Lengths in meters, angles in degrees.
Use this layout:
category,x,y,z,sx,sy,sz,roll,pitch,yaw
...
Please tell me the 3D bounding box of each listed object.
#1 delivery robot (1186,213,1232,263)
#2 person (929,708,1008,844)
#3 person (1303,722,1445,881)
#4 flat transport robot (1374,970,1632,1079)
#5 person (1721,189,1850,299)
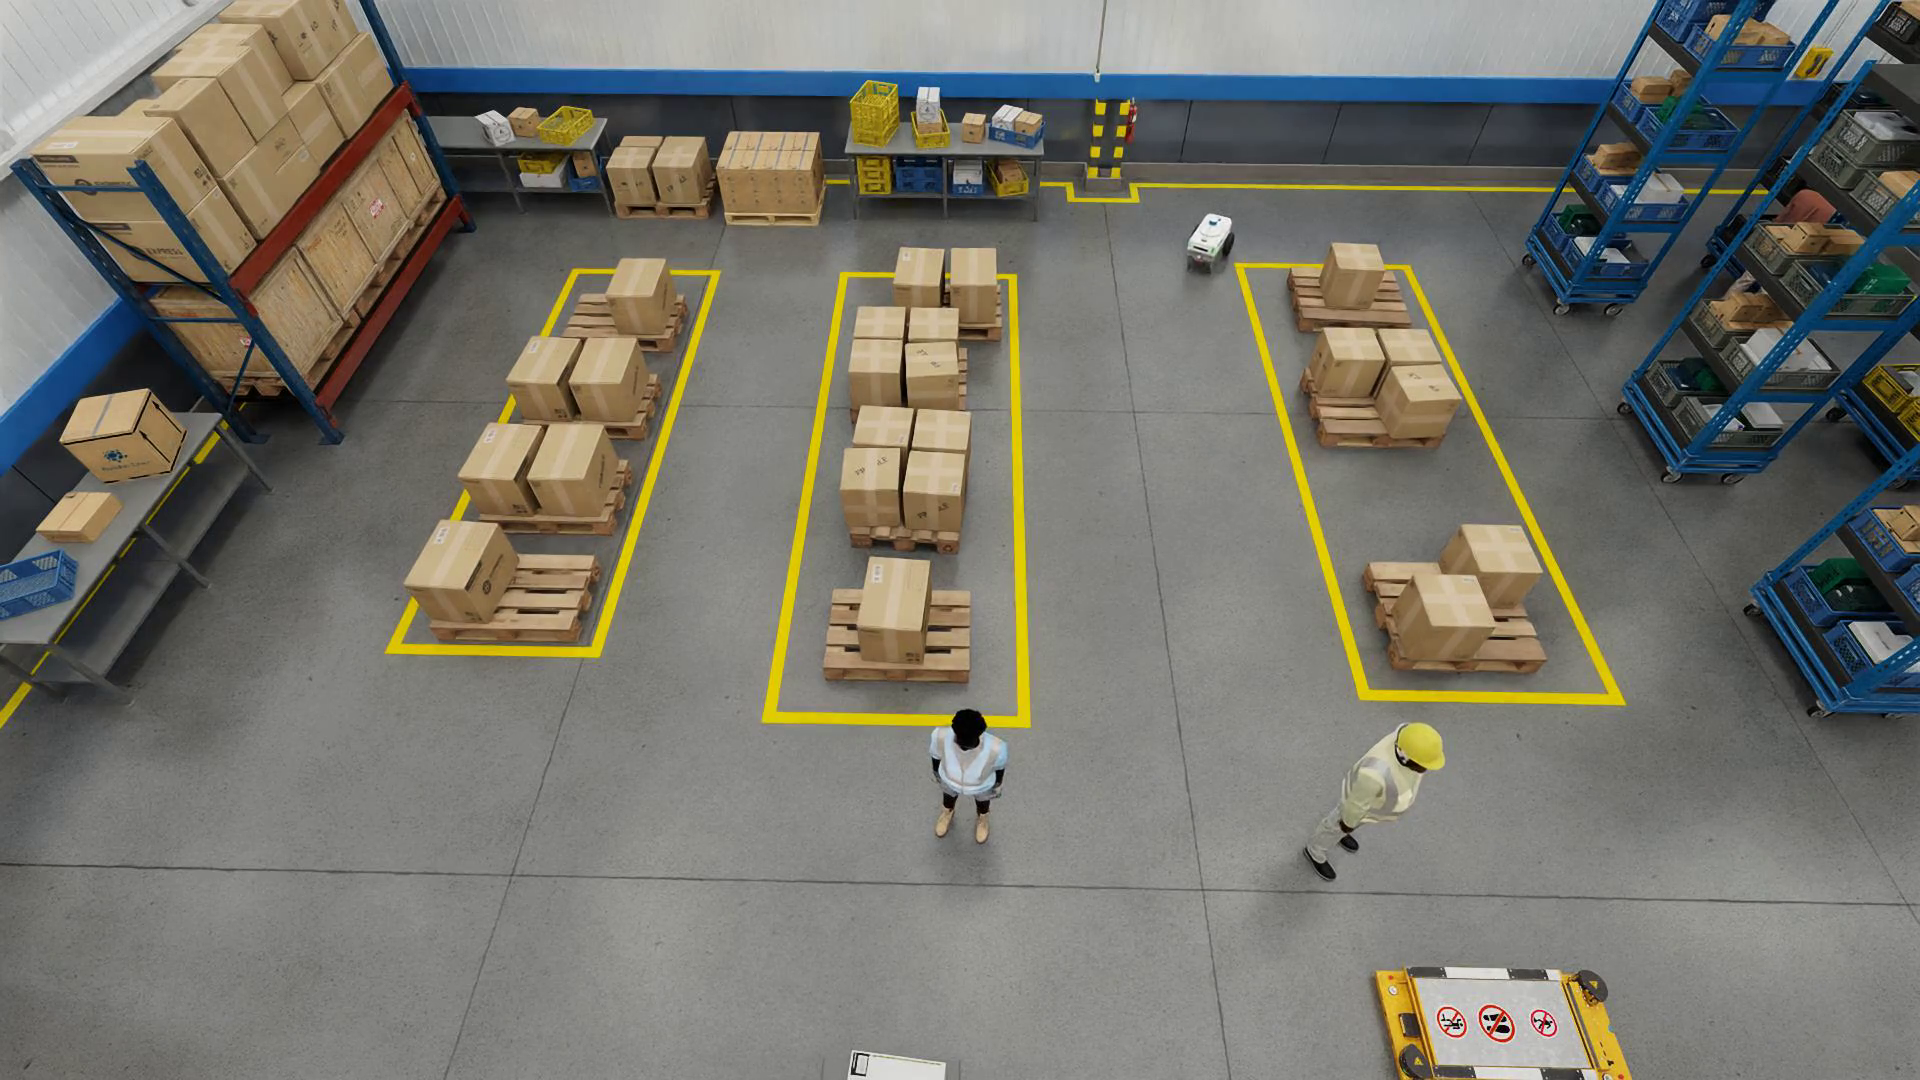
category,x,y,z,sx,sy,sz,roll,pitch,yaw
delivery robot,3.069,-3.727,11.266,0.477,0.478,0.707,23,55,18
person,0.051,1.609,6.241,0.531,1.697,0.322,10,52,8
person,2.738,1.705,6.077,0.588,1.834,0.404,-32,58,-24
flat transport robot,3.501,3.133,5.914,1.431,0.197,0.652,1,51,1
person,8.946,-3.098,9.901,0.410,1.980,0.624,-19,53,-15
